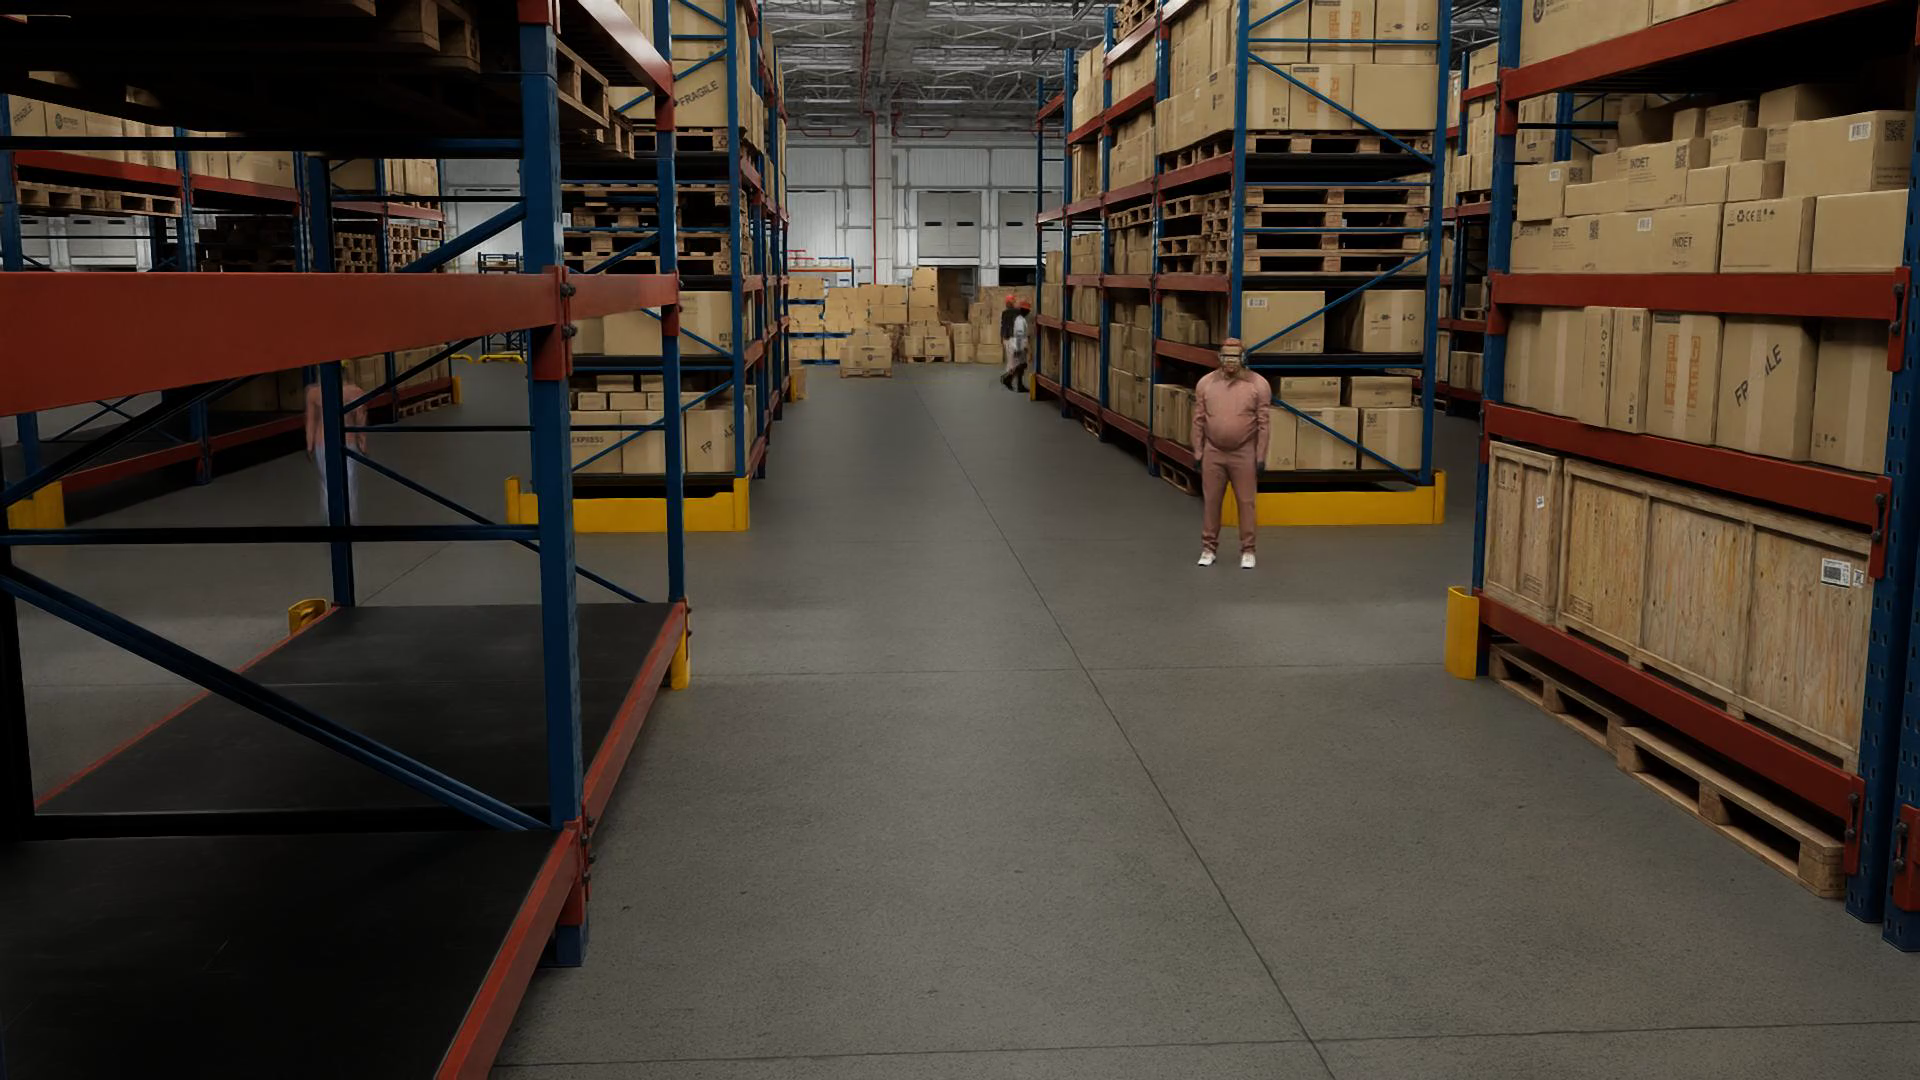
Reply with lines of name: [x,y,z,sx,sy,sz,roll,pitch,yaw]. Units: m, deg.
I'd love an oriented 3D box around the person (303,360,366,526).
person: [-5.678,-0.881,15.154,0.532,1.767,0.325,-1,9,-7]

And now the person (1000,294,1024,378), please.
person: [1.256,-4.785,39.035,0.835,1.974,0.632,-8,12,-40]

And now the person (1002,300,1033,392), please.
person: [1.214,-3.961,34.062,0.548,1.915,0.542,0,9,2]

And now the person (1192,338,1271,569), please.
person: [2.218,-0.710,13.676,0.645,1.898,0.397,4,10,21]
